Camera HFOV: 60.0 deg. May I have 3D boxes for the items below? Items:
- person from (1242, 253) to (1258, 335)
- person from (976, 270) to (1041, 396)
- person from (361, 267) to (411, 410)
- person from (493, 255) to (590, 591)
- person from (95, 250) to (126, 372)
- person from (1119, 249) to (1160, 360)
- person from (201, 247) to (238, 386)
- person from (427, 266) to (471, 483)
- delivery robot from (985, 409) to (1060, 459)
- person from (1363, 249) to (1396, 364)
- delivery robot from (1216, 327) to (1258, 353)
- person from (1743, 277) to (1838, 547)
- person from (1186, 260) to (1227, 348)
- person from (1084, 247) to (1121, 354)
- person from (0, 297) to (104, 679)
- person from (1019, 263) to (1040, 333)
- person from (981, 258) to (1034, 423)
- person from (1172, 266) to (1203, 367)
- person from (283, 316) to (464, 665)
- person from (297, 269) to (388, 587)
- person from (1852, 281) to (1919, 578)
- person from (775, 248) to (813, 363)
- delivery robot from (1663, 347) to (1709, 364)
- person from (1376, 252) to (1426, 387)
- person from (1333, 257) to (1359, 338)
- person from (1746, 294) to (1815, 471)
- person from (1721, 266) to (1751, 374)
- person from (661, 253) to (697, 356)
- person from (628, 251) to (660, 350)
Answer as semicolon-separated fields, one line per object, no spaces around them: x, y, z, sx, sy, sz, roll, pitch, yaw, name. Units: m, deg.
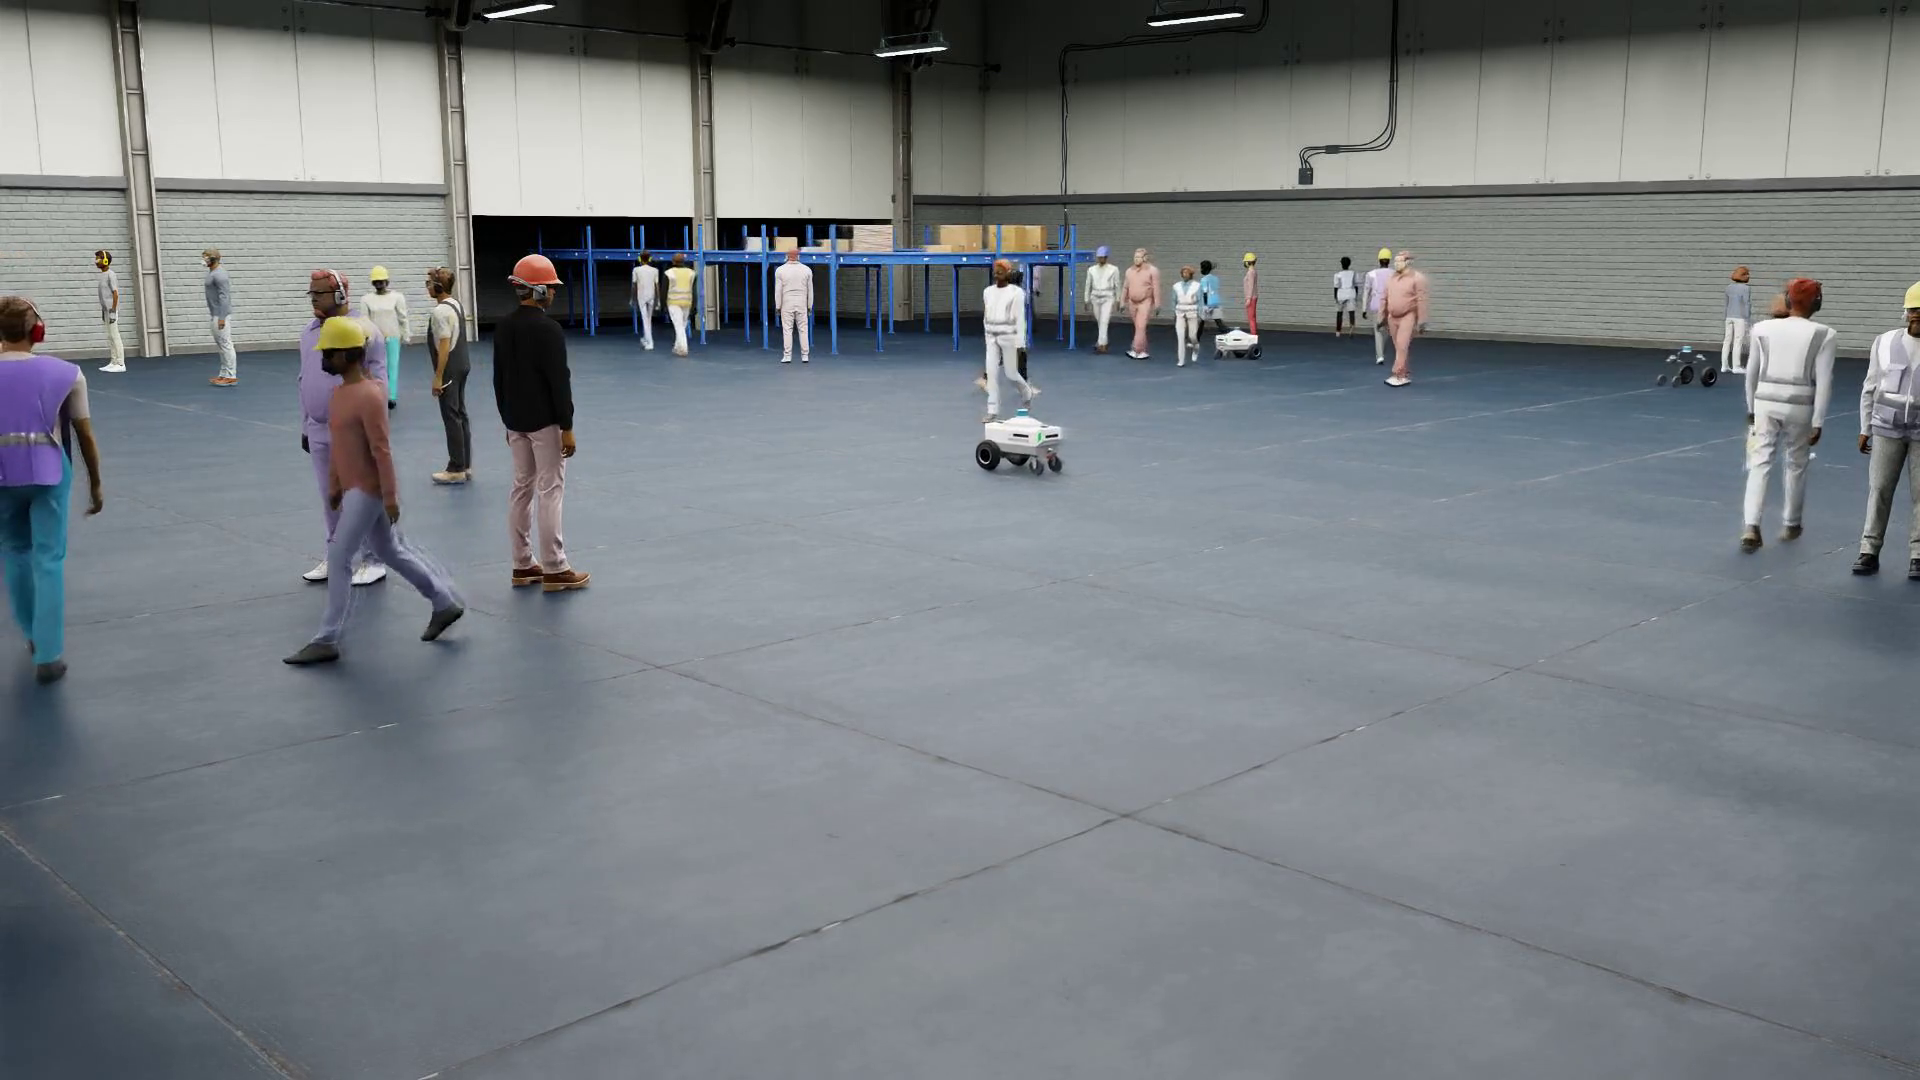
5.599;-4.657;32.172;0.329;1.767;0.529;3;11;16;person
0.622;-2.744;22.051;0.843;1.659;0.531;0;10;-1;person
-6.966;-2.422;20.084;0.541;1.715;0.906;-1;10;-5;person
-2.528;-0.704;9.991;0.622;1.993;0.384;8;13;37;person
-13.265;-3.561;25.907;0.328;1.873;0.517;-9;14;-41;person
2.989;-3.983;28.216;0.679;1.860;0.950;9;14;40;person
-10.466;-3.152;23.496;0.371;1.939;0.629;-6;12;-31;person
-4.416;-1.419;14.307;0.367;1.844;0.538;0;10;2;person
0.567;-0.943;15.082;0.707;0.478;0.477;9;14;42;delivery robot
6.991;-3.864;27.554;0.603;1.882;0.980;1;10;5;person
4.760;-3.419;28.576;0.707;0.478;0.477;-5;11;-27;delivery robot
5.638;-0.871;11.375;0.582;1.843;1.015;8;13;37;person
4.696;-4.389;31.029;0.853;1.648;0.540;9;13;39;person
2.526;-4.289;29.801;0.643;1.893;1.017;5;11;24;person
-4.539;-0.274;8.164;0.587;1.800;0.922;-4;11;-19;person
1.410;-5.510;36.443;0.836;1.903;0.573;9;14;42;person
0.537;-2.278;18.972;0.576;1.861;0.782;8;13;36;person
3.716;-3.658;27.116;0.528;1.623;0.544;4;11;22;person
-2.982;-0.276;8.441;0.931;1.723;0.532;-7;13;-34;person
-3.771;-0.678;10.092;0.654;1.906;0.407;5;12;26;person
5.908;-0.687;10.338;0.588;1.835;0.403;8;13;37;person
-2.769;-3.904;27.686;0.651;1.904;0.403;-3;11;-18;person
10.291;-2.625;23.549;0.698;0.223;0.335;-5;11;-23;delivery robot
6.119;-3.078;23.286;0.929;1.862;0.676;-8;13;-38;person
7.963;-5.007;34.301;0.543;1.678;0.720;1;10;6;person
7.414;-1.418;14.974;0.842;1.580;0.519;-6;12;-30;person
11.987;-3.394;25.648;0.280;1.633;0.500;-3;11;-18;person
-4.961;-4.163;29.402;0.635;1.801;0.940;-7;12;-32;person
-5.913;-4.489;31.120;0.515;1.822;0.969;-6;12;-31;person
